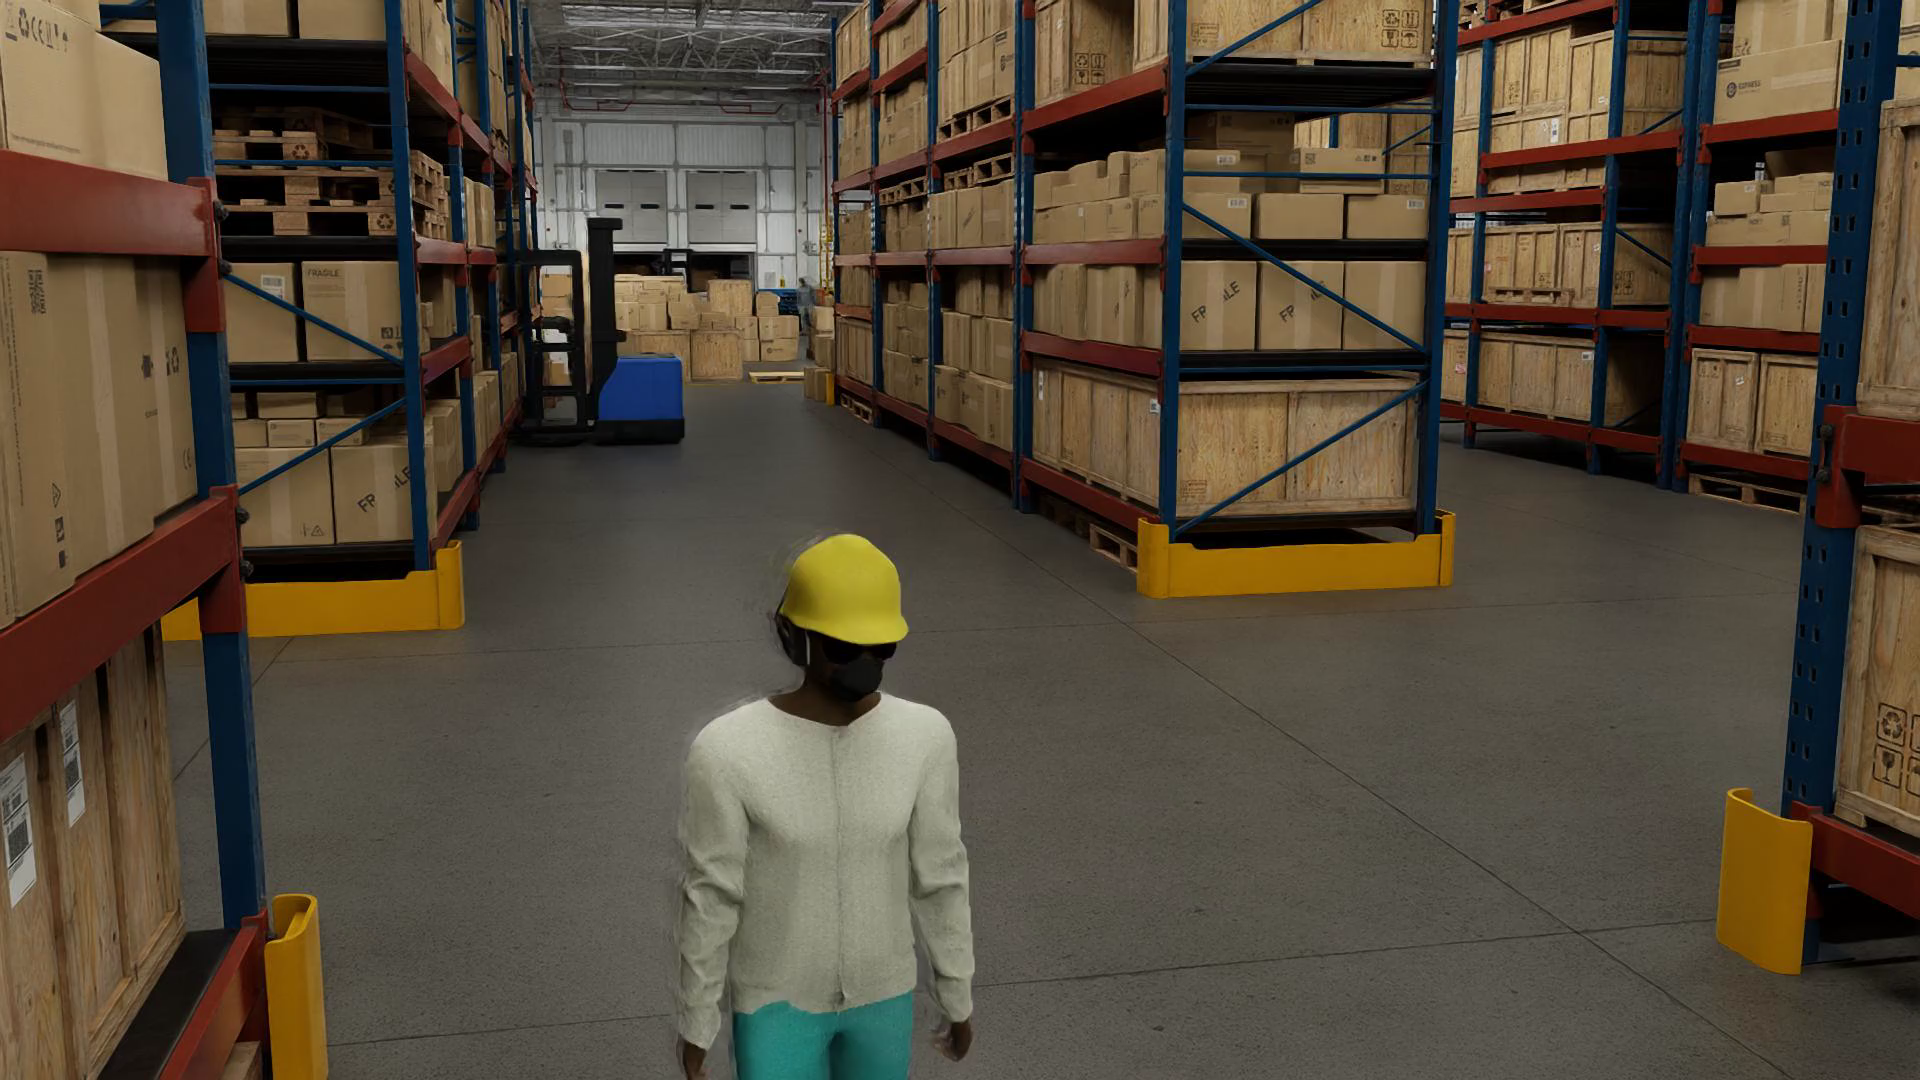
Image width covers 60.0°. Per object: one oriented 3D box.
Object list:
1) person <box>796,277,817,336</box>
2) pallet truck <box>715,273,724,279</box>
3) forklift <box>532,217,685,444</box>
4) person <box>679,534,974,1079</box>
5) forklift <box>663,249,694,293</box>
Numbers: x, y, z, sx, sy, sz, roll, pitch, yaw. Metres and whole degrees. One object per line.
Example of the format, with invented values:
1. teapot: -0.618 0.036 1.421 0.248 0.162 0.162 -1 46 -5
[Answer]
1. person: -4.879 -7.462 53.339 0.765 1.897 0.376 2 10 13
2. pallet truck: -8.580 -8.986 62.280 1.885 1.965 0.823 1 9 5
3. forklift: -4.481 -2.657 21.021 1.873 2.768 1.129 -2 10 -12
4. person: -0.226 0.852 3.053 0.556 1.748 0.424 -5 10 -27
5. forklift: -9.277 -8.224 54.954 1.129 2.768 1.873 -7 12 -38
